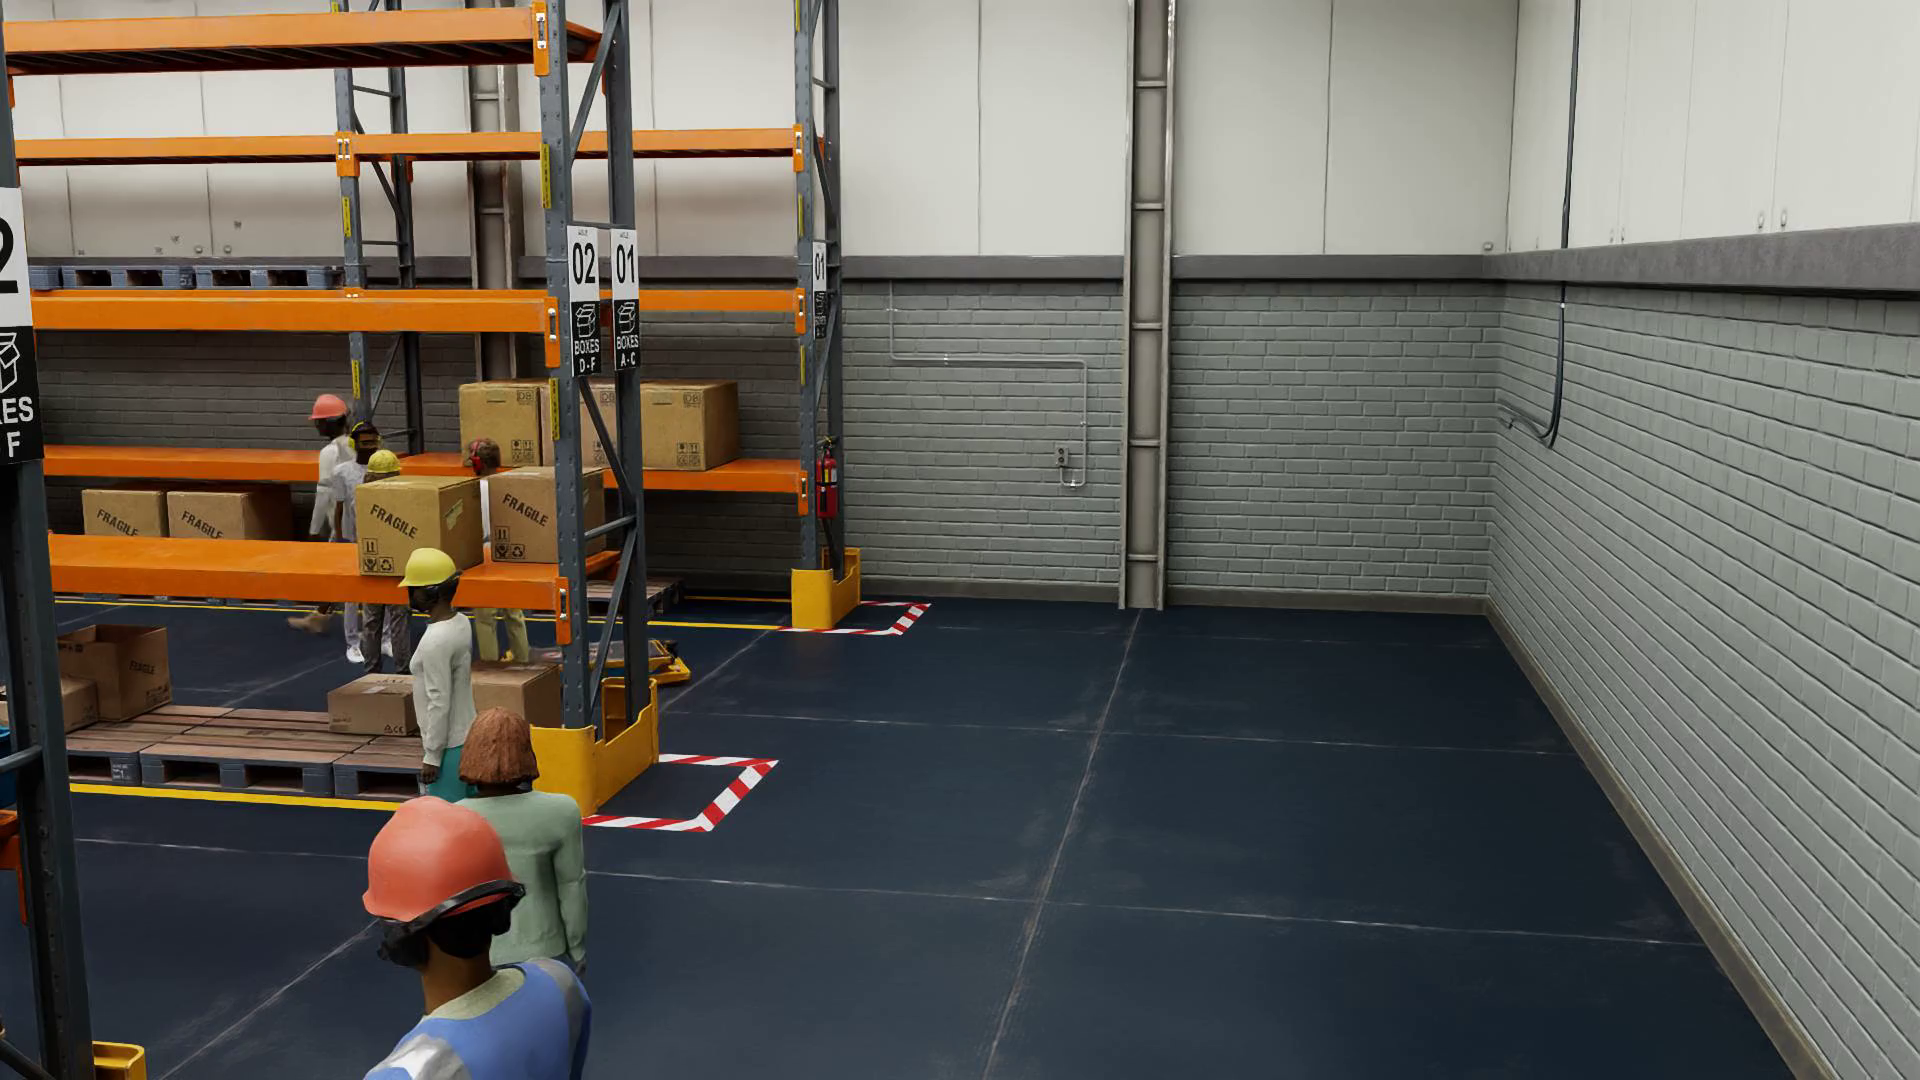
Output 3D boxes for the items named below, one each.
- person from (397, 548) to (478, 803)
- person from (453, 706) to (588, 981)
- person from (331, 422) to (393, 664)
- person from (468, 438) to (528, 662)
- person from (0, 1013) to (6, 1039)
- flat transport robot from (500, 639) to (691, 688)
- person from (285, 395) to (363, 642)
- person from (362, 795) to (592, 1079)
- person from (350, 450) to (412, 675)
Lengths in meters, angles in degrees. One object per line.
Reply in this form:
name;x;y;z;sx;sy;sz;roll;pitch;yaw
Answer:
person;-2.339;0.908;7.510;0.324;1.765;0.534;0;9;-3
person;-1.429;1.332;5.278;0.498;1.634;0.282;-3;10;-18
person;-4.541;0.015;12.763;0.513;1.861;0.321;-7;11;-37
person;-3.248;0.205;11.677;0.413;1.830;0.578;7;12;38
person;-3.961;0.998;6.287;0.608;1.987;0.404;3;10;18
flat transport robot;-2.729;0.913;12.092;1.431;0.197;0.652;-3;10;-19
person;-5.075;-0.156;13.362;0.991;1.999;0.639;0;9;0
person;-0.927;1.476;3.125;0.372;2.040;0.616;3;10;16
person;-4.044;0.232;11.768;0.491;1.744;0.295;2;9;15
